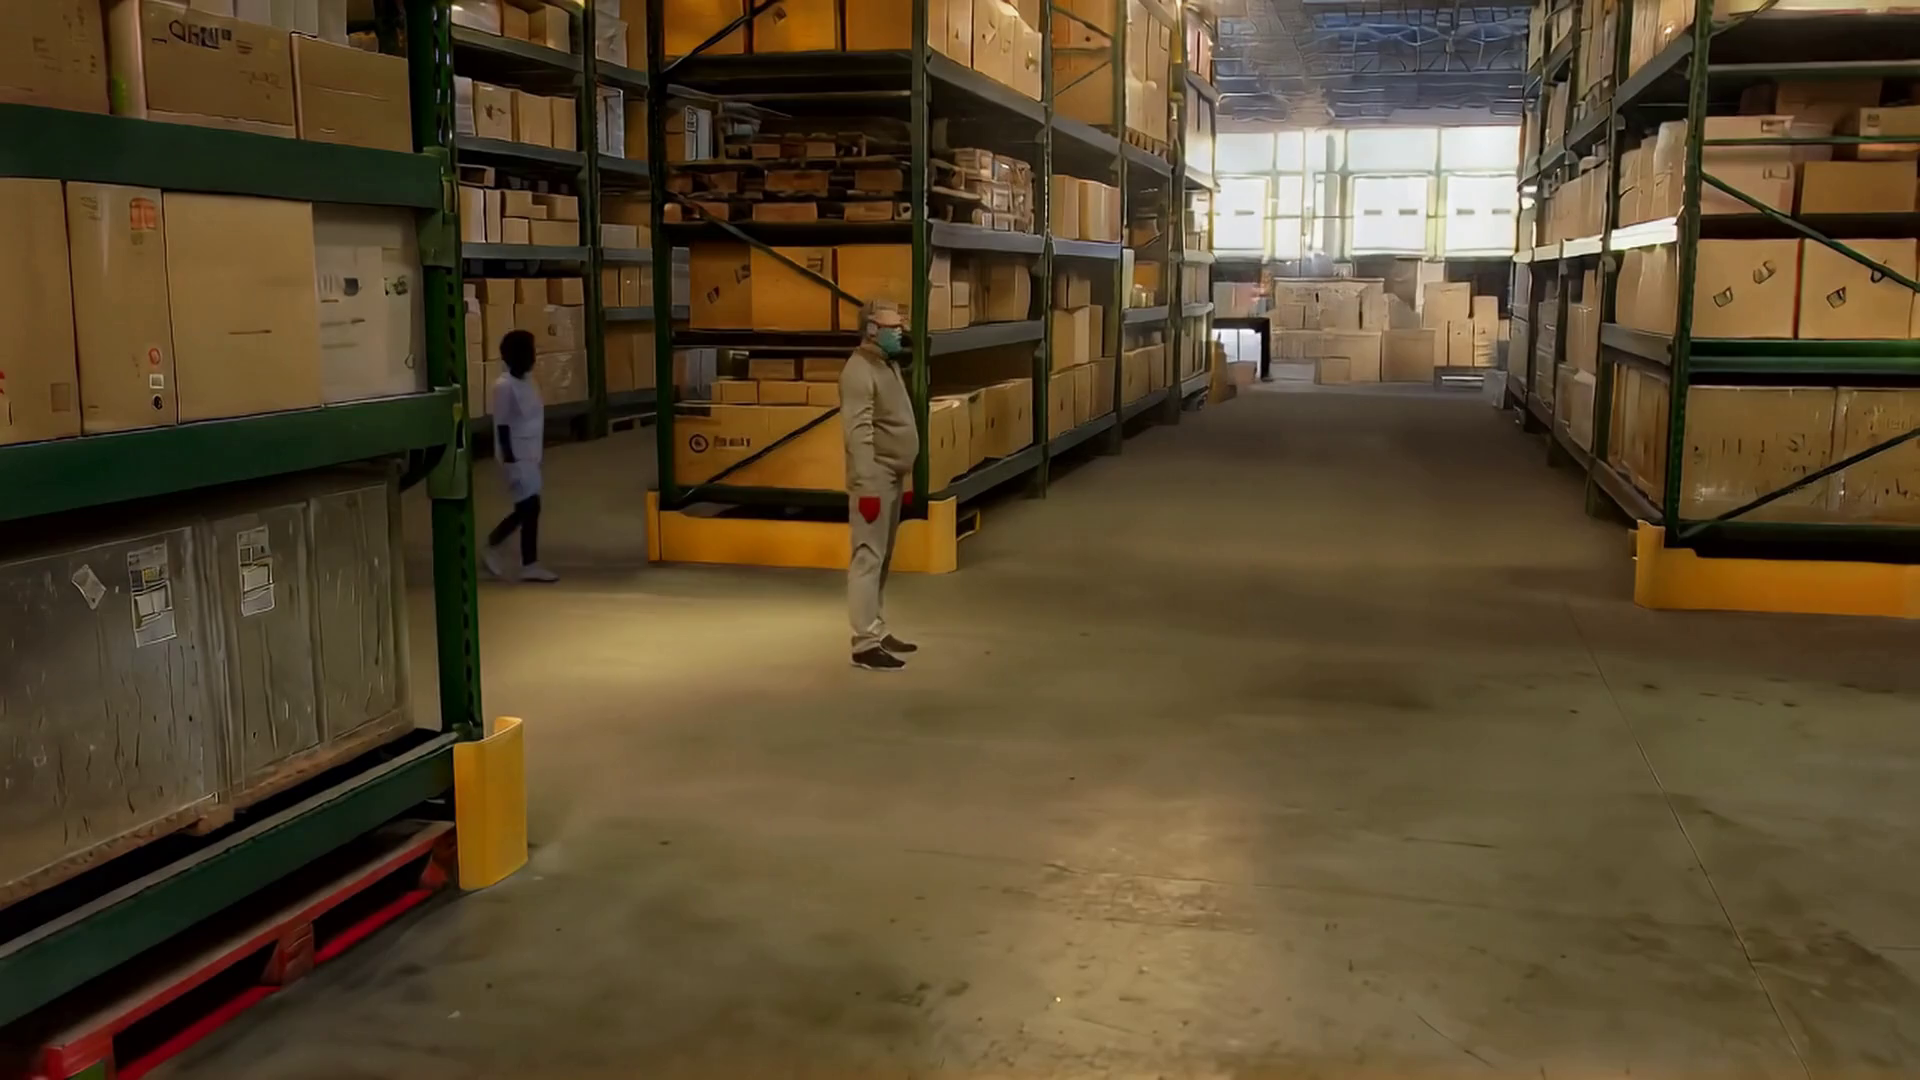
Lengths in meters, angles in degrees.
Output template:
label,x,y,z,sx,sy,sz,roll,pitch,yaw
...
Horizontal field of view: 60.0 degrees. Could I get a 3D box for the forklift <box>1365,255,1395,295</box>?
label,x,y,z,sx,sy,sz,roll,pitch,yaw
forklift,14.311,-8.354,56.850,1.129,2.768,1.873,-2,9,-11

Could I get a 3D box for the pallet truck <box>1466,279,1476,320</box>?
label,x,y,z,sx,sy,sz,roll,pitch,yaw
pallet truck,18.896,-8.459,60.307,1.885,1.965,0.823,5,10,31

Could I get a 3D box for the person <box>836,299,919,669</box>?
label,x,y,z,sx,sy,sz,roll,pitch,yaw
person,-0.415,-0.295,8.716,0.408,1.913,0.641,1,9,8

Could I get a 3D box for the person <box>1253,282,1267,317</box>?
label,x,y,z,sx,sy,sz,roll,pitch,yaw
person,9.146,-6.834,50.326,0.931,1.890,0.548,2,9,10

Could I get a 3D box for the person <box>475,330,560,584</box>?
label,x,y,z,sx,sy,sz,roll,pitch,yaw
person,-2.914,-0.534,10.916,0.448,1.686,0.548,1,9,8
